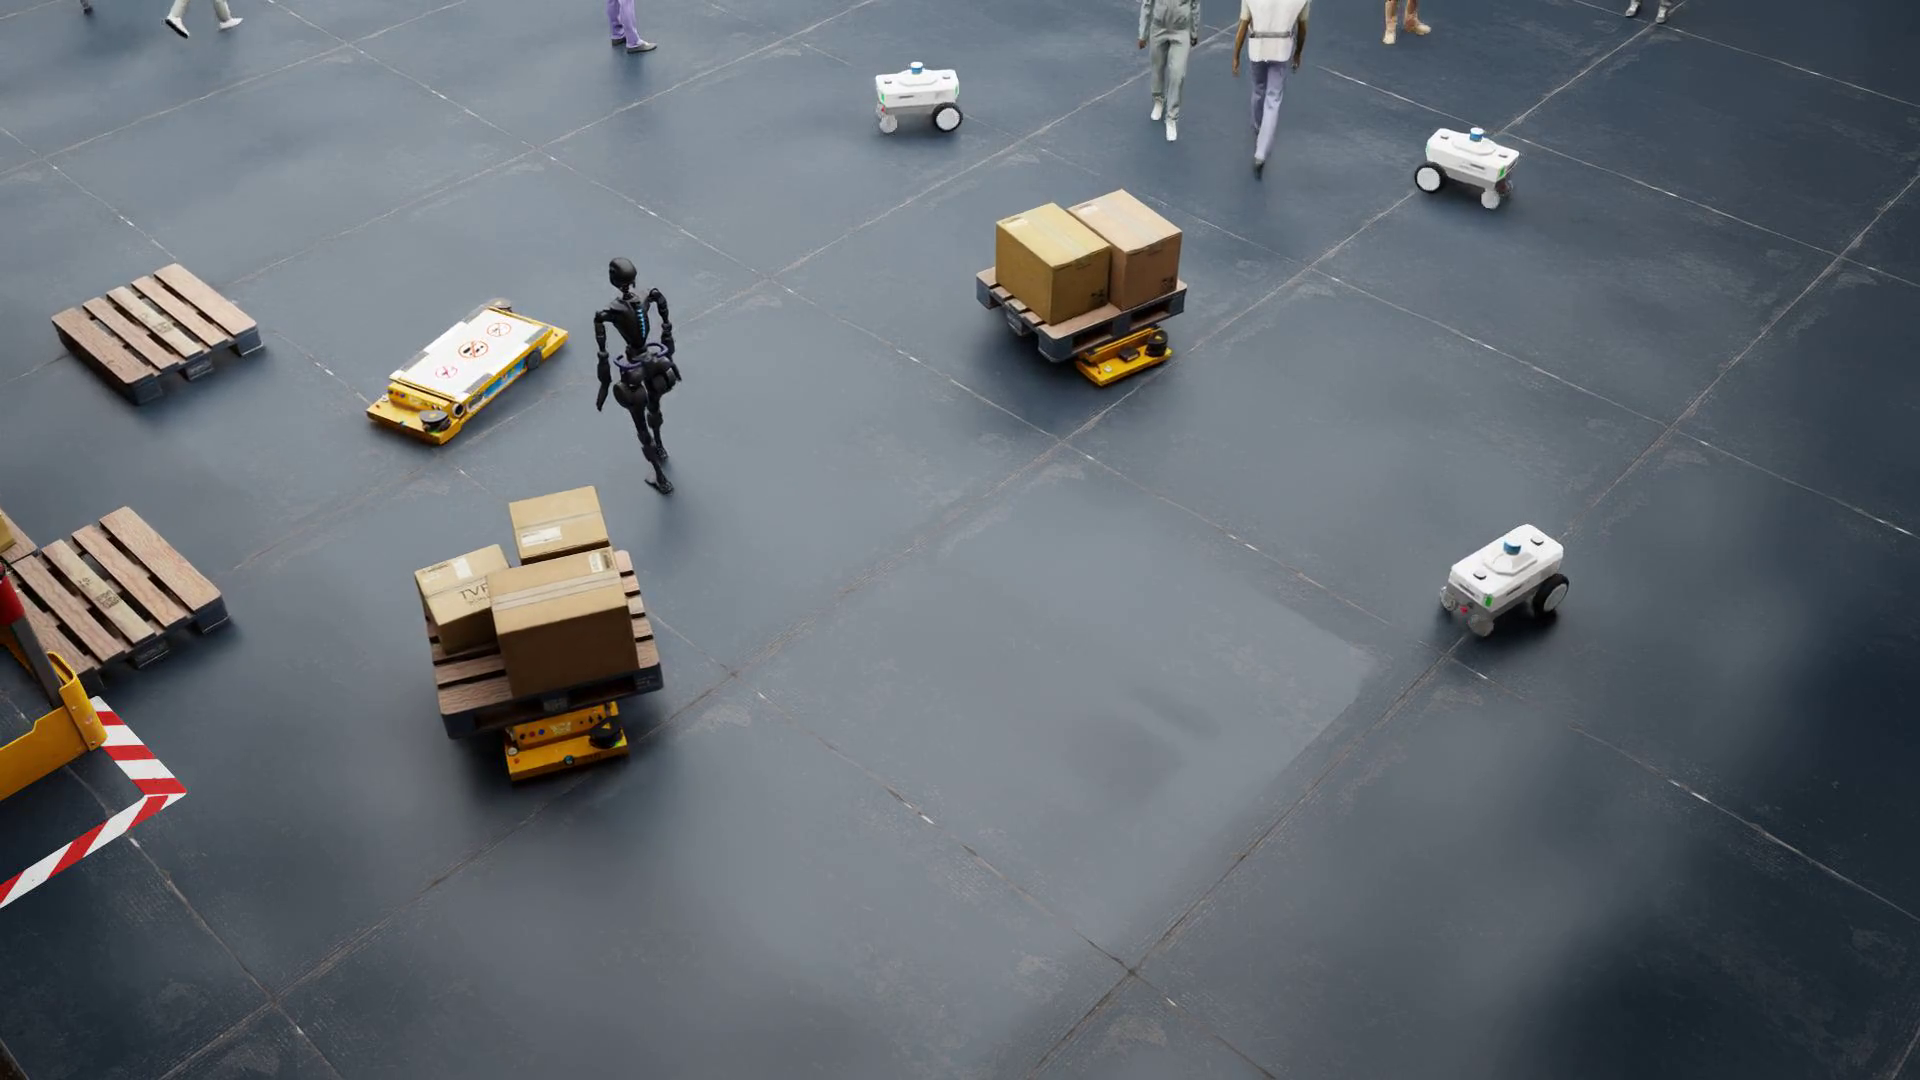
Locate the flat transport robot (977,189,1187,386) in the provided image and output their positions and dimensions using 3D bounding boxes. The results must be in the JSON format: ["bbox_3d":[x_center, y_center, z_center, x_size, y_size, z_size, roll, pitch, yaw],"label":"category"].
[{"bbox_3d":[0.882,-1.660,12.371,0.659,0.231,1.431,-24,47,-24],"label":"flat transport robot"}]

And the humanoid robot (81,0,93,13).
[{"bbox_3d":[-8.716,-5.968,16.130,0.587,1.631,0.731,-33,52,-31],"label":"humanoid robot"}]

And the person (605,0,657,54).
[{"bbox_3d":[-3.187,-5.425,15.376,0.391,1.846,0.562,-30,50,-29],"label":"person"}]

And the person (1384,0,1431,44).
[{"bbox_3d":[4.220,-5.481,15.540,0.603,1.707,0.395,-8,43,-8],"label":"person"}]

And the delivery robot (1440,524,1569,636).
[{"bbox_3d":[3.309,0.212,10.086,0.778,0.607,0.510,-26,48,-26],"label":"delivery robot"}]

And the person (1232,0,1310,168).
[{"bbox_3d":[2.578,-4.057,13.906,0.580,1.783,0.953,7,42,8],"label":"person"}]

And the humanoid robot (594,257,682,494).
[{"bbox_3d":[-2.072,-1.072,10.673,0.602,1.641,0.534,-31,50,-30],"label":"humanoid robot"}]

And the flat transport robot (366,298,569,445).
[{"bbox_3d":[-3.508,-1.227,11.890,0.659,0.231,1.431,19,45,20],"label":"flat transport robot"}]

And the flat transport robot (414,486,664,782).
[{"bbox_3d":[-2.396,0.756,9.685,0.659,0.231,1.431,-13,44,-14],"label":"flat transport robot"}]

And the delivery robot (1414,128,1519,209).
[{"bbox_3d":[4.203,-3.125,13.800,0.804,0.614,0.499,27,48,26],"label":"delivery robot"}]

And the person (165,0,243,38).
[{"bbox_3d":[-7.310,-5.521,15.665,0.519,1.607,0.650,22,46,22],"label":"person"}]

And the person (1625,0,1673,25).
[{"bbox_3d":[6.788,-5.892,15.910,0.570,1.830,0.405,20,46,21],"label":"person"}]

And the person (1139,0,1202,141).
[{"bbox_3d":[1.777,-4.298,14.225,0.508,1.708,0.828,7,43,8],"label":"person"}]

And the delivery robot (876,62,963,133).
[{"bbox_3d":[-0.367,-3.918,14.663,0.793,0.590,0.499,-7,42,-7],"label":"delivery robot"}]
